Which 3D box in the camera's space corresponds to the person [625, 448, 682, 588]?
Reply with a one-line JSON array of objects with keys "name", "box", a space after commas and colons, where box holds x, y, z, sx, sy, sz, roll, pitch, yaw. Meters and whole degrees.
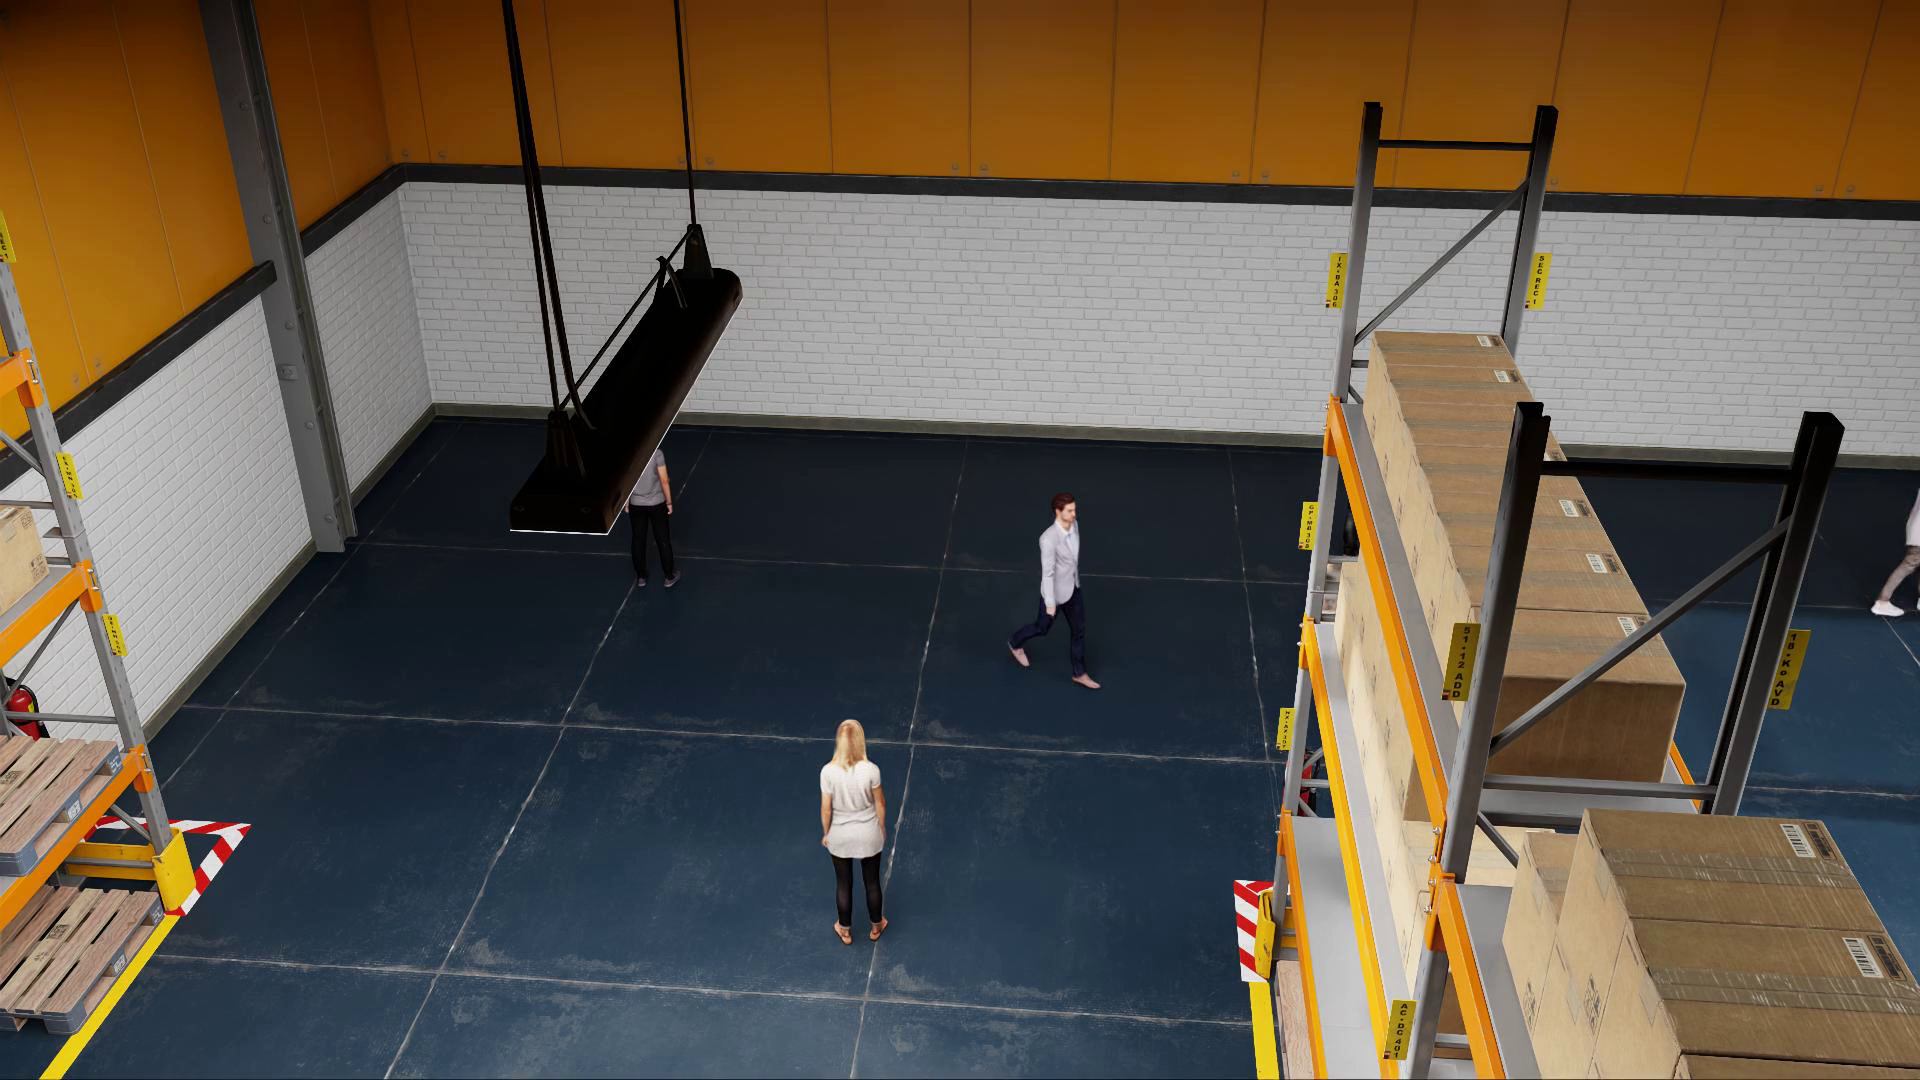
[{"name": "person", "box": [-3.008, -0.367, 15.990, 0.615, 1.754, 0.516, 3, 29, 5]}]

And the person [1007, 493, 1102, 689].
[{"name": "person", "box": [0.791, 0.413, 14.493, 1.184, 1.818, 1.229, 22, 36, 35]}]

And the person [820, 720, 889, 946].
[{"name": "person", "box": [-0.726, 2.039, 11.506, 0.644, 1.822, 0.589, -3, 29, -5]}]

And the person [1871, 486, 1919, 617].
[{"name": "person", "box": [8.870, -0.091, 15.425, 0.807, 1.810, 0.926, 7, 29, 12]}]
